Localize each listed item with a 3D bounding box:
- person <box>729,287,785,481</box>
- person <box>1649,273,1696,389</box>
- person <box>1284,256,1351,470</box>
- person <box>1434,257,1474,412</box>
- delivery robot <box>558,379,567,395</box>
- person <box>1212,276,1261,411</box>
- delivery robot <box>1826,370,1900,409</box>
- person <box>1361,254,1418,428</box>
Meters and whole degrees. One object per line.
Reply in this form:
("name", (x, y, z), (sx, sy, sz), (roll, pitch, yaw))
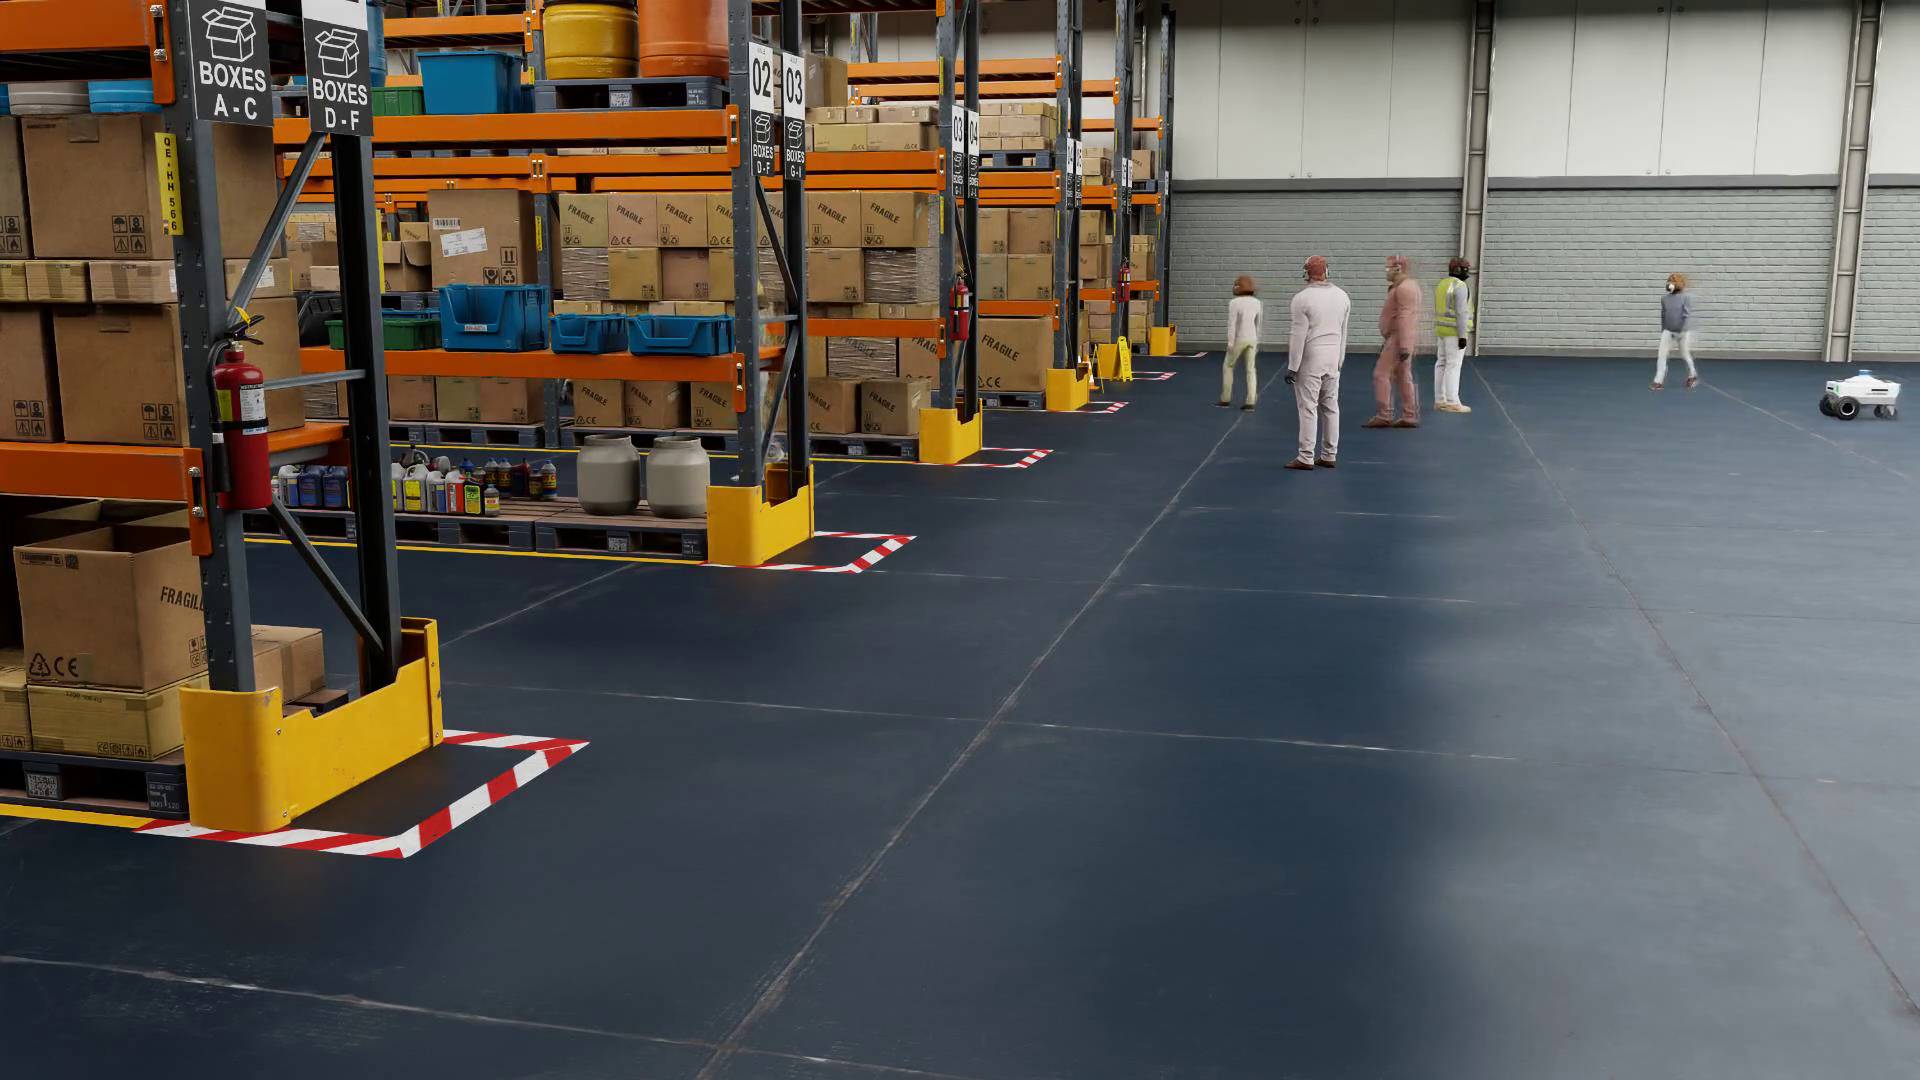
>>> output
("person", (-1.758, -1.352, 14.069), (0.402, 1.728, 0.503), (-2, 10, -13))
("person", (9.869, -2.874, 22.880), (0.822, 1.600, 0.500), (-8, 13, -36))
("person", (3.155, -1.571, 14.832), (0.636, 1.903, 0.404), (-6, 12, -30))
("person", (5.894, -2.447, 19.860), (0.430, 1.841, 0.623), (-2, 10, -10))
("delivery robot", (-5.222, -1.977, 20.549), (0.707, 0.478, 0.477), (2, 11, 14))
("person", (3.348, -2.369, 20.042), (0.534, 1.603, 0.711), (-6, 12, -29))
("delivery robot", (10.329, -1.703, 19.032), (0.707, 0.478, 0.477), (1, 10, 7))
("person", (4.657, -2.140, 18.036), (0.736, 1.880, 0.676), (2, 10, 12))
